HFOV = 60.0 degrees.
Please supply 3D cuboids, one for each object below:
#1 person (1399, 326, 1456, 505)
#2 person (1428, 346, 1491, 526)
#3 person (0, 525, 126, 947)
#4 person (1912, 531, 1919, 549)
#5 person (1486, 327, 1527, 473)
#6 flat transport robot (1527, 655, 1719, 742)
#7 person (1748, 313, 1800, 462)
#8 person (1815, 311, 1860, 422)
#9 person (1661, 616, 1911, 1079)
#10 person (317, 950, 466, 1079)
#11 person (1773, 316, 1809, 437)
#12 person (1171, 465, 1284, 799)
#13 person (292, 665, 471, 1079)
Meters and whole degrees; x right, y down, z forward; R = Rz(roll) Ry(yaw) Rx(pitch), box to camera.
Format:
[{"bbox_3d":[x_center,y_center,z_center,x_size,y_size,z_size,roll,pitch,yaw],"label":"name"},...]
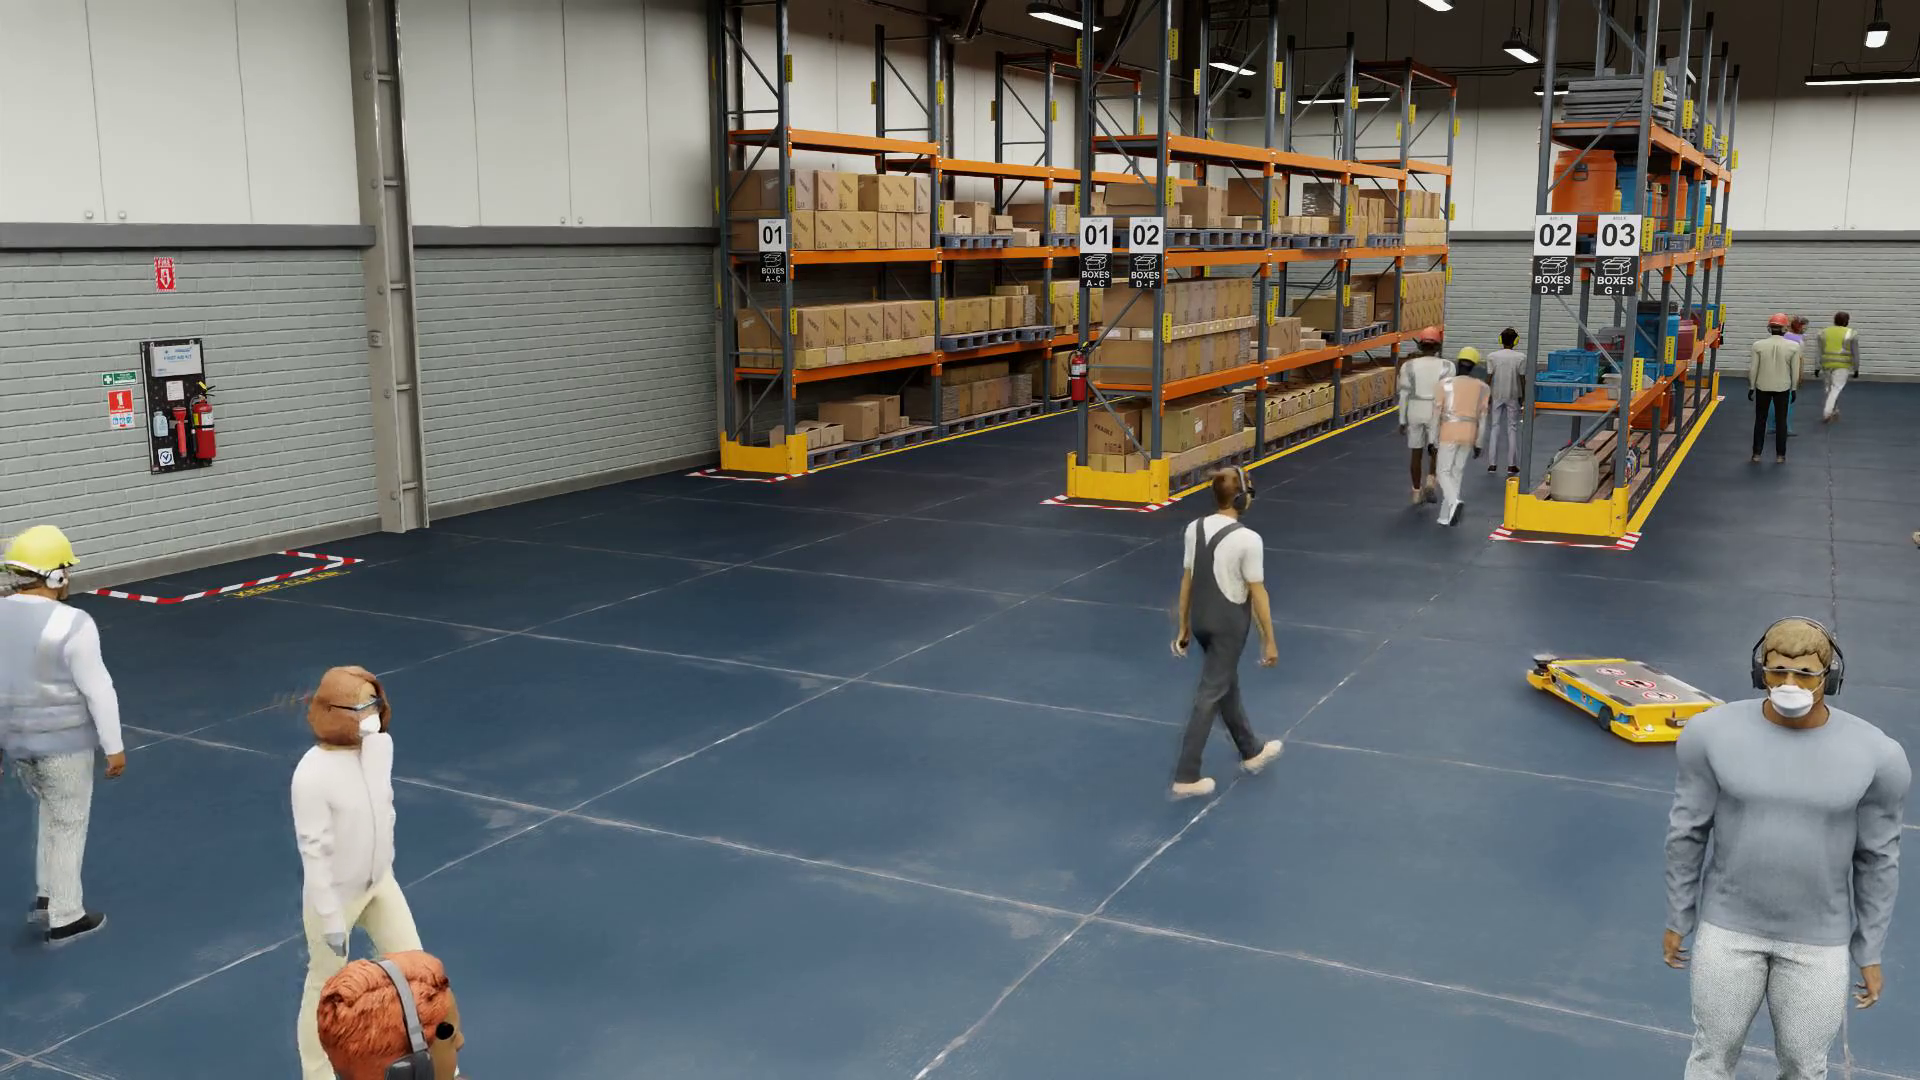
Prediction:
[{"bbox_3d":[5.219,-1.372,18.630,0.604,2.029,0.506,4,11,19],"label":"person"},{"bbox_3d":[5.182,-1.044,17.202,0.637,1.883,0.681,-1,10,-4],"label":"person"},{"bbox_3d":[-3.879,0.831,7.169,0.616,1.812,0.495,3,11,14],"label":"person"},{"bbox_3d":[9.390,-0.640,15.668,0.528,1.633,0.952,1,10,4],"label":"person"},{"bbox_3d":[6.981,-1.788,21.305,0.518,1.870,0.323,5,11,24],"label":"person"},{"bbox_3d":[4.237,0.983,10.556,0.652,0.197,1.431,-1,10,-7],"label":"flat transport robot"},{"bbox_3d":[10.930,-2.043,22.362,0.613,1.991,0.392,5,12,27],"label":"person"},{"bbox_3d":[14.323,-2.831,27.192,0.941,1.806,0.642,-9,13,-39],"label":"person"},{"bbox_3d":[2.426,1.173,4.970,0.635,1.939,0.366,5,12,26],"label":"person"},{"bbox_3d":[-0.934,1.595,2.815,0.587,1.882,0.341,7,13,34],"label":"person"},{"bbox_3d":[12.550,-2.480,25.241,0.383,1.815,0.673,-2,11,-9],"label":"person"},{"bbox_3d":[1.521,0.489,9.069,0.943,1.797,0.524,-7,13,-34],"label":"person"},{"bbox_3d":[-1.969,1.218,5.641,0.779,1.601,0.515,4,11,19],"label":"person"}]
